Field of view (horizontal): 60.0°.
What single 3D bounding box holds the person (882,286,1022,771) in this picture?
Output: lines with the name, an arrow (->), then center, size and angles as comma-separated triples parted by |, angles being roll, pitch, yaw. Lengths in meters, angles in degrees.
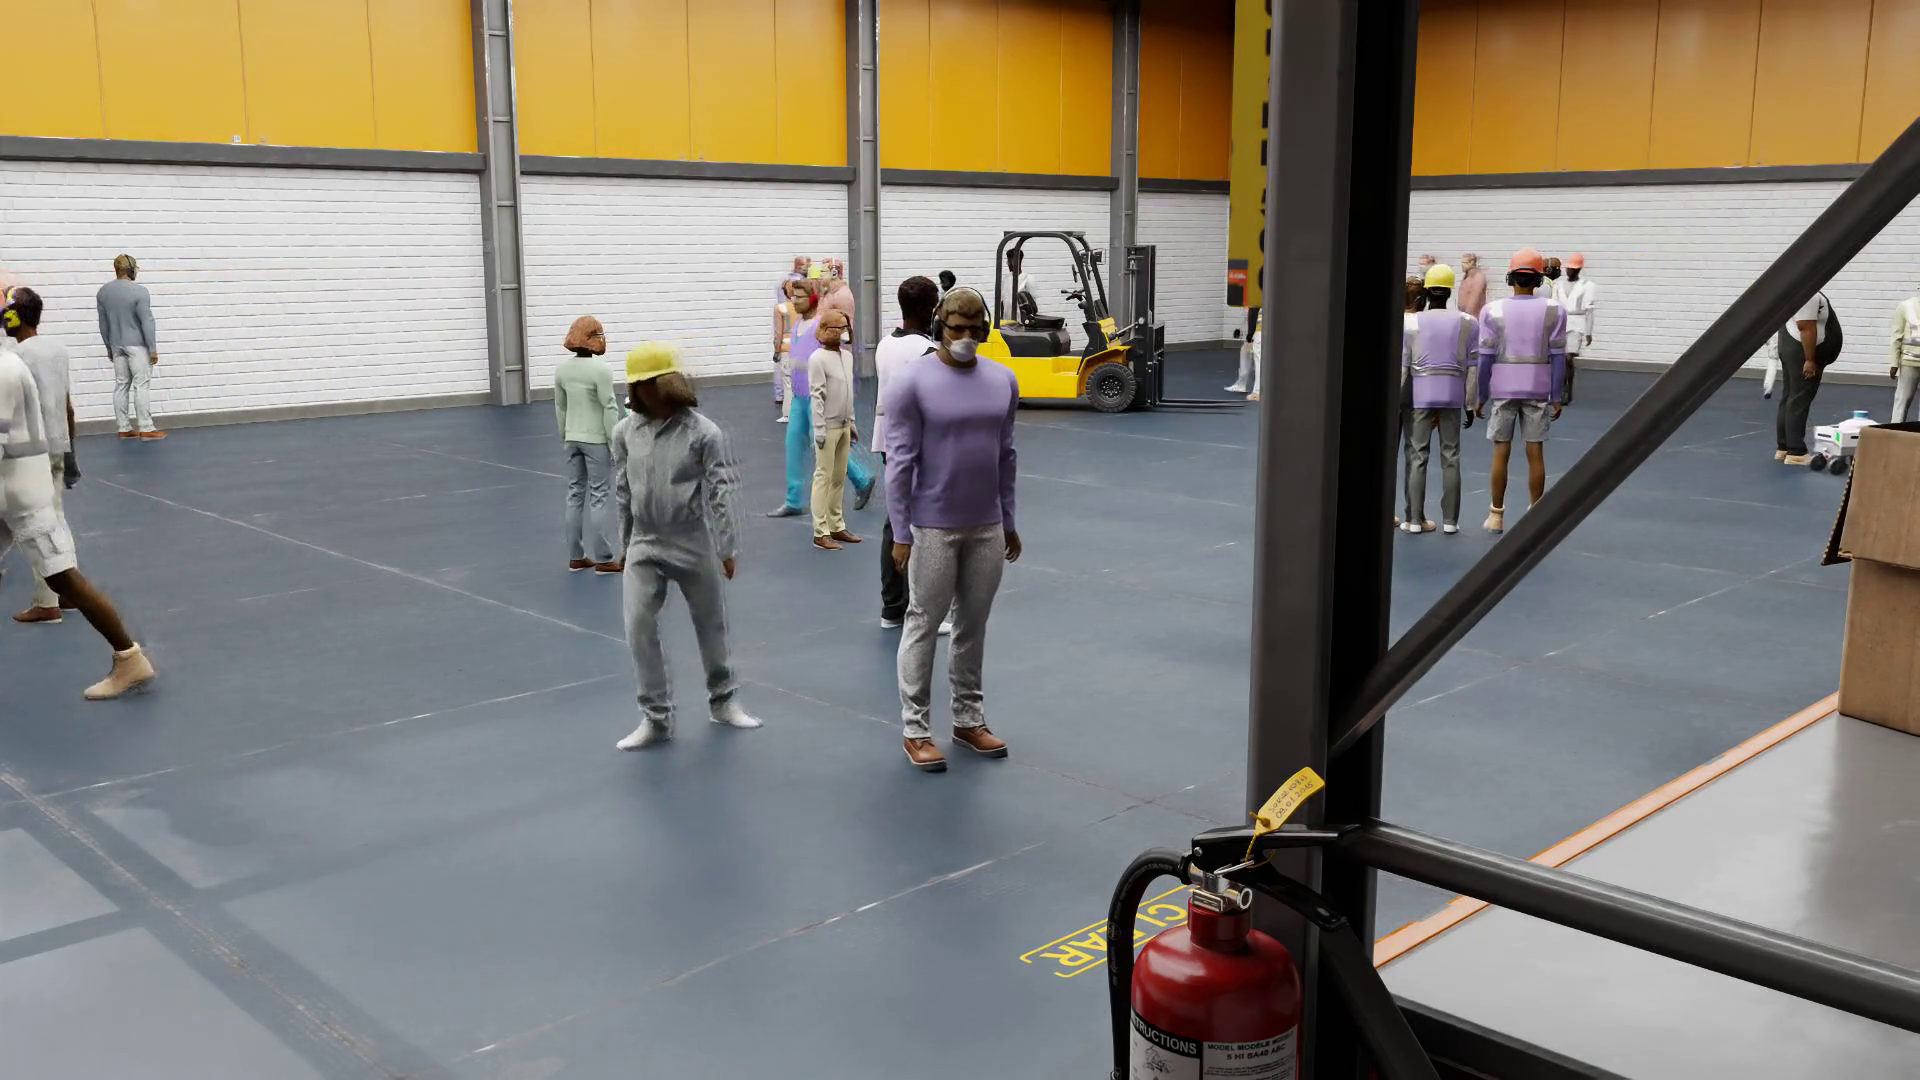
person -> -0.019, -0.050, 6.708 | 0.632, 1.932, 0.359 | -7, 13, -34

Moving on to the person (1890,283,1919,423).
person -> 9.378, -1.737, 16.186 | 0.600, 1.830, 0.403 | 2, 11, 10

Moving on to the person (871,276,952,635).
person -> -0.259, -0.444, 8.898 | 0.376, 1.917, 0.600 | -6, 12, -29

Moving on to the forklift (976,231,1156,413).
forklift -> 1.222, -2.721, 20.561 | 2.313, 2.155, 1.214 | 2, 11, 13

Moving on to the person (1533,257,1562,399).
person -> 7.698, -2.768, 21.807 | 0.429, 1.844, 0.642 | 3, 11, 17

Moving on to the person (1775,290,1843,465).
person -> 7.939, -1.725, 15.551 | 0.538, 2.000, 0.686 | 3, 11, 14

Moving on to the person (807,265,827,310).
person -> -1.816, -2.591, 21.032 | 0.542, 1.765, 0.340 | 3, 11, 17

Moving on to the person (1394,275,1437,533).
person -> 3.211, -0.971, 11.973 | 0.344, 1.845, 0.506 | -9, 14, -42

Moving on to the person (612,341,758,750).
person -> -1.165, 0.015, 7.006 | 0.557, 1.706, 0.538 | 2, 11, 9

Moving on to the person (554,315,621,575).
person -> -2.337, -0.599, 10.517 | 0.498, 1.634, 0.279 | 7, 12, 33

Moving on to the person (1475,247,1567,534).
person -> 3.994, -1.055, 11.885 | 0.605, 2.045, 0.380 | 3, 11, 13

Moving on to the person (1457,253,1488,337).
person -> 7.575, -3.351, 24.916 | 0.962, 1.857, 0.639 | -2, 11, -11

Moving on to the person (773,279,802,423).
person -> -1.898, -2.144, 18.932 | 0.514, 1.641, 0.307 | -9, 13, -39

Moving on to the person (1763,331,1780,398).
person -> 10.735, -2.623, 21.558 | 0.564, 1.632, 0.355 | 8, 13, 36

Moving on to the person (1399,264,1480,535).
person -> 3.384, -0.994, 11.871 | 0.585, 1.929, 0.370 | 1, 10, 7

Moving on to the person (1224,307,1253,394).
person -> 3.830, -2.846, 22.108 | 0.838, 1.881, 0.581 | 4, 11, 21

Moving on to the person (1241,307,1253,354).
person -> 5.307, -4.226, 29.962 | 0.525, 1.759, 0.337 | -3, 11, -18

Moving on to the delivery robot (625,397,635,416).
delivery robot -> -3.309, -1.373, 17.429 | 0.477, 0.478, 0.707 | -3, 11, -16

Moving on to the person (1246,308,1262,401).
person -> 3.965, -2.718, 21.503 | 0.627, 1.846, 0.429 | -5, 12, -27

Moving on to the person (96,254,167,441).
person -> -8.625, -1.996, 17.305 | 0.635, 1.938, 0.359 | 3, 11, 16

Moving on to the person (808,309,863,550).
person -> -0.857, -0.760, 11.400 | 0.285, 1.633, 0.497 | 5, 11, 25

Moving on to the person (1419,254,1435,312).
person -> 6.656, -3.175, 23.968 | 0.983, 1.857, 0.650 | -1, 10, -7

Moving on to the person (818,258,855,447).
person -> -1.281, -1.885, 16.788 | 0.408, 1.906, 0.653 | -3, 11, -16

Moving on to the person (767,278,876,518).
person -> -1.067, -1.080, 12.642 | 0.798, 1.822, 0.575 | -7, 12, -32

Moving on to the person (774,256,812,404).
person -> -2.069, -2.651, 21.071 | 0.568, 1.872, 0.646 | -8, 13, -38

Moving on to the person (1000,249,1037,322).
person -> 0.771, -2.991, 22.656 | 0.614, 1.963, 0.362 | 10, 14, 43

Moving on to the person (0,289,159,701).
person -> -4.222, -0.199, 7.428 | 1.101, 1.984, 0.608 | -7, 13, -35

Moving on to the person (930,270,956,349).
person -> -0.156, -2.603, 21.303 | 0.555, 1.691, 0.361 | 4, 11, 23

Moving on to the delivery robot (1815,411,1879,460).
delivery robot -> 8.073, -0.916, 14.938 | 0.707, 0.478, 0.477 | -2, 11, -10

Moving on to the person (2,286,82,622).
person -> -5.118, -0.462, 9.156 | 0.383, 1.867, 0.553 | 1, 10, 6

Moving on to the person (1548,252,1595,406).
person -> 7.566, -2.619, 20.737 | 0.439, 1.922, 0.606 | -9, 14, -40
